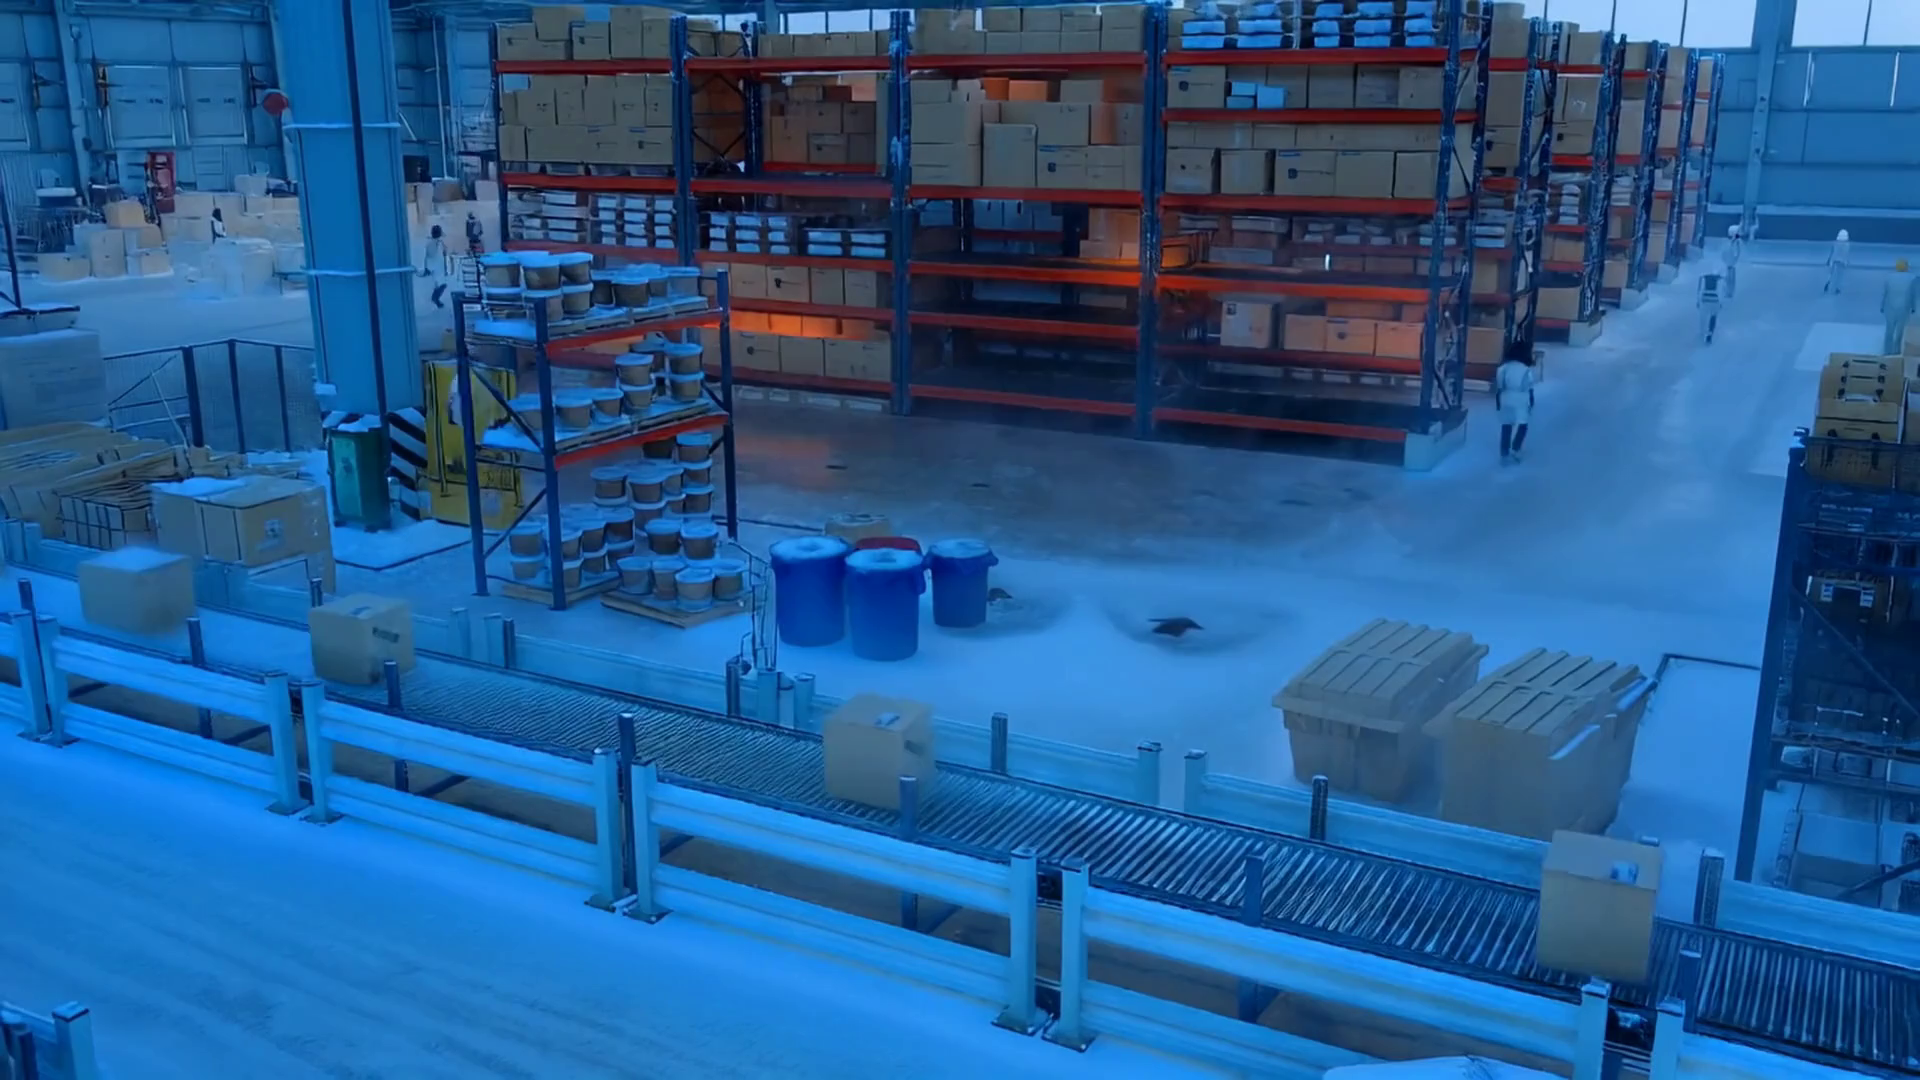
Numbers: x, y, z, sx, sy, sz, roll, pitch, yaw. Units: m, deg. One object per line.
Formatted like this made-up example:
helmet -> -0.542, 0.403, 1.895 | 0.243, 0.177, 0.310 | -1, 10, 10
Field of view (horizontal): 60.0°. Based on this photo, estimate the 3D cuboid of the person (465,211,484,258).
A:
person -> -13.043, -7.912, 44.770 | 0.564, 1.884, 1.007 | 9, 17, 30

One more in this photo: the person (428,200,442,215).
person -> -15.558, -9.210, 49.632 | 0.591, 1.887, 0.887 | 9, 18, 31

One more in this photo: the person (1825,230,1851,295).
person -> 21.949, -6.943, 41.606 | 0.471, 1.621, 0.523 | -10, 18, -34

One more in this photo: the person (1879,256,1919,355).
person -> 17.986, -4.490, 31.912 | 0.637, 1.879, 0.882 | 9, 18, 32

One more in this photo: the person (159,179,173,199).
person -> -30.005, -12.694, 62.790 | 0.618, 1.851, 0.488 | 4, 15, 15

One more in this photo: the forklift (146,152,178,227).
forklift -> -30.086, -13.242, 62.882 | 1.873, 2.768, 1.129 | 8, 17, 28

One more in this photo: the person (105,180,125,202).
person -> -30.915, -12.218, 60.934 | 0.646, 1.898, 0.928 | -8, 17, -28

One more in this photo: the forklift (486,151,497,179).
forklift -> -17.910, -13.610, 64.264 | 1.873, 2.768, 1.129 | 1, 15, 2

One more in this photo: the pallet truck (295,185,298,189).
pallet truck -> -26.804, -14.617, 69.738 | 1.885, 1.965, 0.823 | -14, 20, -42

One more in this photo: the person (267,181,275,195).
person -> -25.213, -12.207, 60.896 | 1.011, 1.887, 0.648 | -11, 18, -35

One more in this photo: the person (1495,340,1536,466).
person -> 7.413, -1.826, 22.244 | 0.545, 1.677, 0.384 | 9, 18, 32

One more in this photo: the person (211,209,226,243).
person -> -20.403, -8.193, 45.885 | 0.514, 1.842, 0.328 | 10, 18, 34

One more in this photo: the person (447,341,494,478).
person -> -6.472, -1.722, 21.636 | 0.884, 1.794, 0.624 | 7, 17, 26

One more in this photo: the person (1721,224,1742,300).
person -> 18.775, -6.774, 40.556 | 0.429, 1.842, 0.634 | 2, 15, 6

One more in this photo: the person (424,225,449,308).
person -> -12.240, -6.384, 38.876 | 0.625, 1.945, 0.520 | 5, 16, 19

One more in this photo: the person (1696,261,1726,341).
person -> 15.137, -4.809, 33.568 | 0.535, 1.622, 0.405 | 7, 16, 25

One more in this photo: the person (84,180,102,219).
person -> -31.867, -12.295, 61.201 | 0.565, 1.899, 0.577 | 6, 16, 22

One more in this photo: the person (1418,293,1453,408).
person -> 7.280, -2.840, 25.590 | 0.362, 1.932, 0.631 | -7, 16, -24
